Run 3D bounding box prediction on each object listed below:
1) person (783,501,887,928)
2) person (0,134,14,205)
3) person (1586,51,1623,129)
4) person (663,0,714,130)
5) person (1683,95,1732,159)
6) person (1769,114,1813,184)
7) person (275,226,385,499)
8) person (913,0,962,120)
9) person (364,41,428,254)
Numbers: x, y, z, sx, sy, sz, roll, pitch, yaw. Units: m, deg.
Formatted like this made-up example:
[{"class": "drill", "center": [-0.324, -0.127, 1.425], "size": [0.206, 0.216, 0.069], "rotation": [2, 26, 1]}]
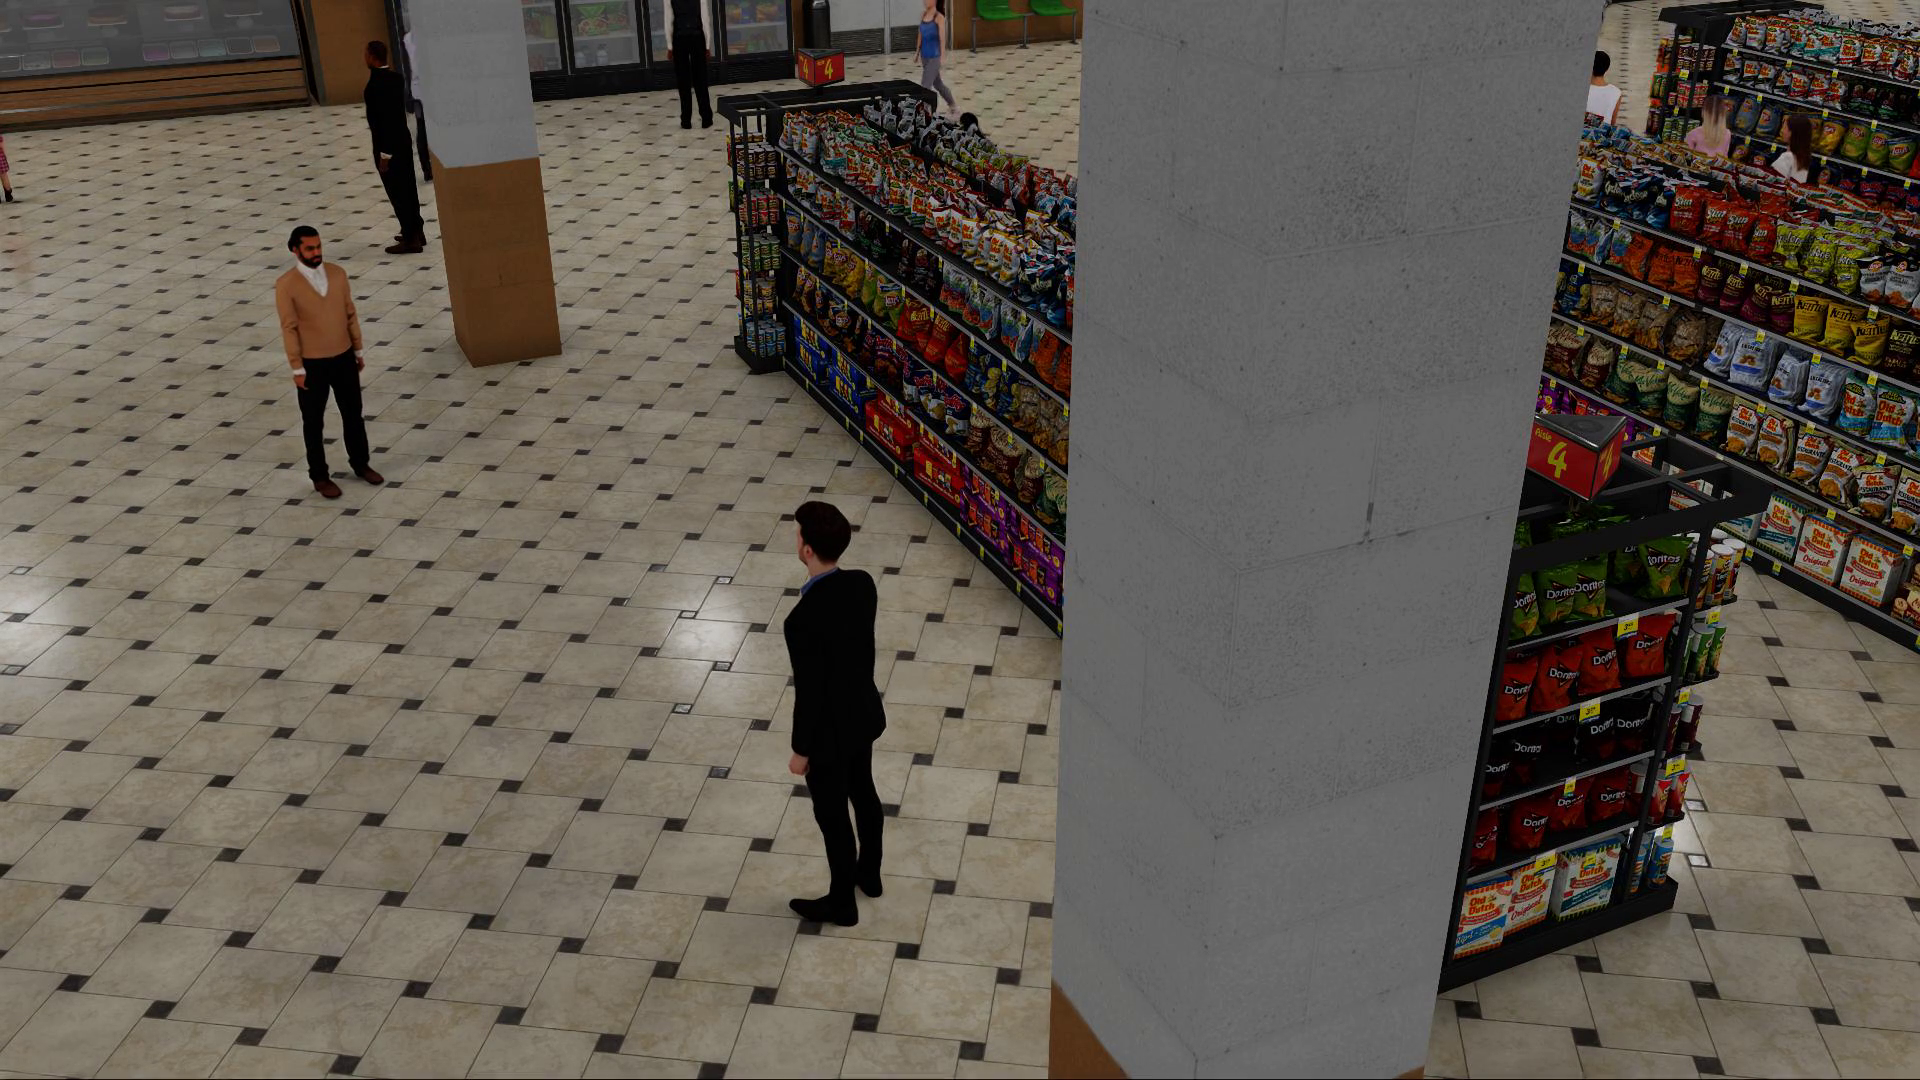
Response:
[{"class": "person", "center": [-0.500, 0.720, 6.728], "size": [0.806, 1.890, 0.787], "rotation": [14, 30, 26]}, {"class": "person", "center": [-9.831, -3.932, 16.863], "size": [0.465, 1.022, 0.491], "rotation": [-21, 34, -36]}, {"class": "person", "center": [5.775, -3.574, 15.309], "size": [0.697, 1.788, 0.671], "rotation": [-4, 27, -8]}, {"class": "person", "center": [-3.207, -5.849, 19.651], "size": [0.756, 1.918, 0.701], "rotation": [-4, 27, -7]}, {"class": "person", "center": [6.286, -2.910, 14.125], "size": [0.769, 1.675, 0.939], "rotation": [-4, 27, -8]}, {"class": "person", "center": [6.665, -2.612, 13.522], "size": [0.651, 1.689, 0.604], "rotation": [-20, 33, -34]}, {"class": "person", "center": [-4.035, -1.143, 10.558], "size": [0.706, 1.750, 0.730], "rotation": [23, 35, 38]}, {"class": "person", "center": [-0.274, -5.734, 19.798], "size": [0.734, 1.580, 1.032], "rotation": [-17, 32, -30]}, {"class": "person", "center": [-5.185, -3.593, 15.219], "size": [0.861, 1.904, 0.723], "rotation": [1, 27, 2]}]
